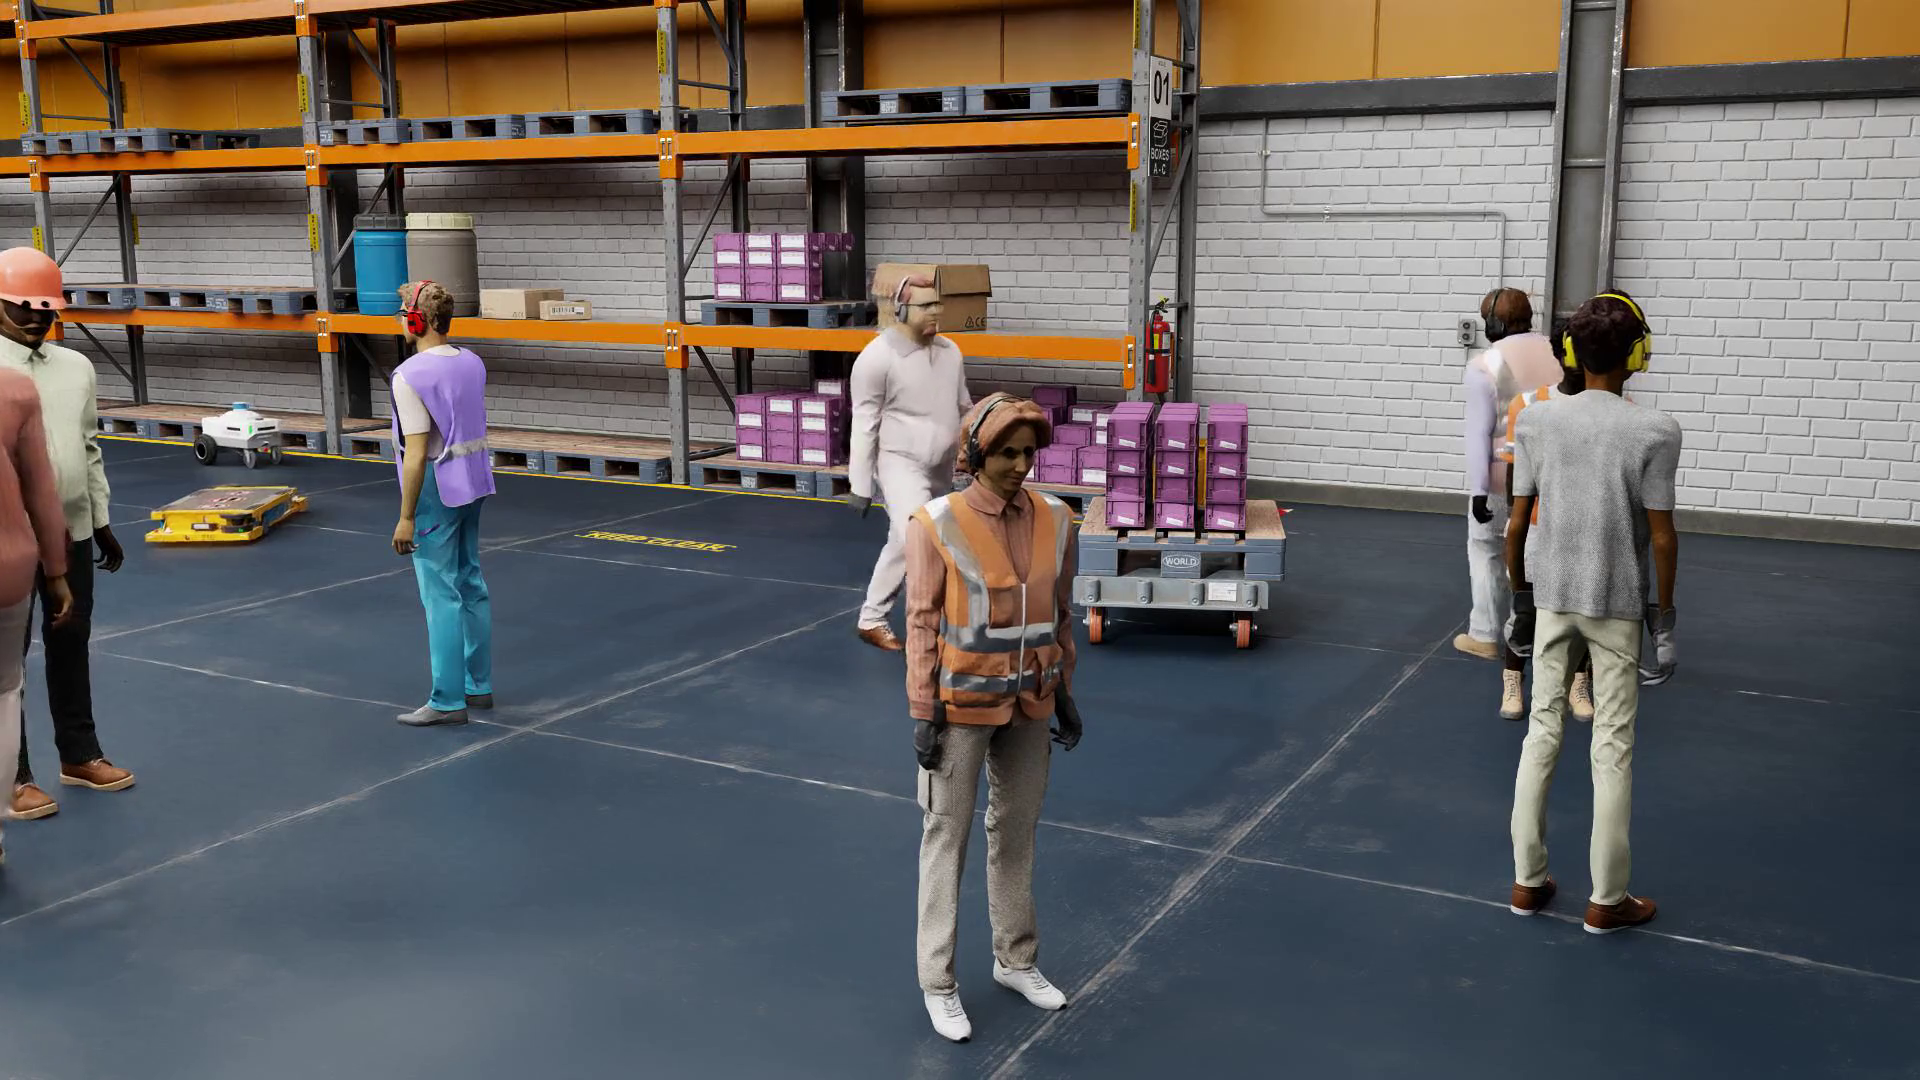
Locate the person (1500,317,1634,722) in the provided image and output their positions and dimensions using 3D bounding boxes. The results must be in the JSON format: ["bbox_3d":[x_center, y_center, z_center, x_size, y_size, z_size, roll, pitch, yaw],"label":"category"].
[{"bbox_3d":[2.526,-0.080,6.953,0.537,1.696,0.321,1,10,8],"label":"person"}]

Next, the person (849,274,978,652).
[{"bbox_3d":[-0.195,-0.316,7.833,1.014,1.856,0.644,8,13,38],"label":"person"}]

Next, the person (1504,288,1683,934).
[{"bbox_3d":[1.845,0.212,4.866,0.515,1.876,0.328,9,14,41],"label":"person"}]

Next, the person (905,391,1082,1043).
[{"bbox_3d":[0.085,0.440,4.264,0.514,1.640,0.310,-7,12,-33],"label":"person"}]

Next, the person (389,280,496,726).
[{"bbox_3d":[-2.143,-0.146,6.907,0.388,1.846,0.565,2,11,12],"label":"person"}]

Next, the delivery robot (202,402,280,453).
[{"bbox_3d":[-6.384,-0.981,14.769,0.707,0.478,0.477,6,12,30],"label":"delivery robot"}]

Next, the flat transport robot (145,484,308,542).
[{"bbox_3d":[-5.050,-0.199,11.515,0.652,0.197,1.431,-1,10,-6],"label":"flat transport robot"}]

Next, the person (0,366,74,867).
[{"bbox_3d":[-3.098,0.141,5.005,0.597,1.964,0.704,8,13,36],"label":"person"}]

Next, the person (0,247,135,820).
[{"bbox_3d":[-3.258,-0.030,5.889,0.393,1.985,0.611,5,11,24],"label":"person"}]

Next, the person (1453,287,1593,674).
[{"bbox_3d":[2.665,-0.270,7.745,0.637,1.801,0.813,-3,11,-15],"label":"person"}]
